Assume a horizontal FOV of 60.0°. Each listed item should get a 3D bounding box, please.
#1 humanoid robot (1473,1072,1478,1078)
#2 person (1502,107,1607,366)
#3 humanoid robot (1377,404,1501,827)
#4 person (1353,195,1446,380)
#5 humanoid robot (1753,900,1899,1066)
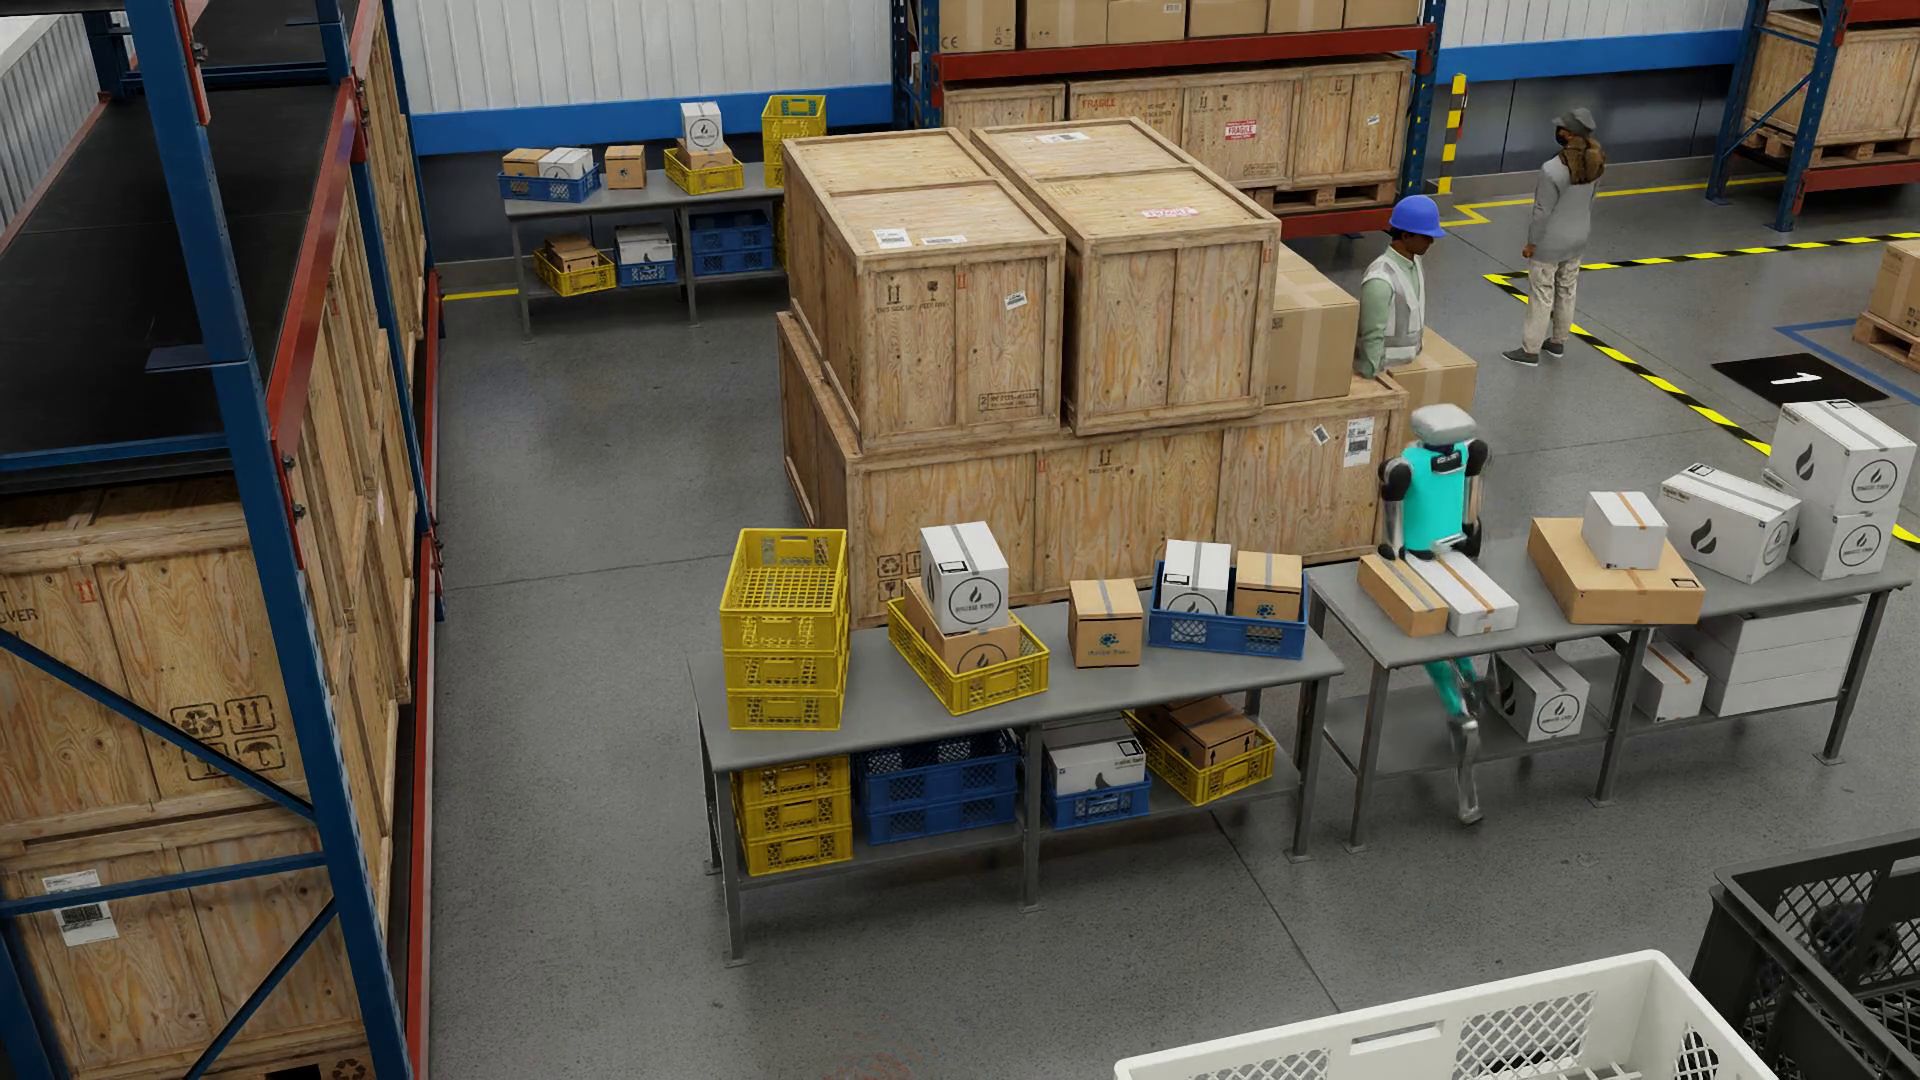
[{"bbox_3d":[1.009,1.883,4.075,0.710,1.703,0.530,18,34,29],"label":"humanoid robot"},{"bbox_3d":[4.062,-2.045,11.271,0.566,1.769,0.397,-17,33,-28],"label":"person"},{"bbox_3d":[2.133,0.389,6.944,0.551,1.801,0.917,-15,32,-25],"label":"humanoid robot"},{"bbox_3d":[2.336,-0.942,9.100,0.411,1.939,0.602,18,33,29],"label":"person"},{"bbox_3d":[2.195,1.667,4.640,0.583,1.635,0.601,-1,29,-2],"label":"humanoid robot"}]
